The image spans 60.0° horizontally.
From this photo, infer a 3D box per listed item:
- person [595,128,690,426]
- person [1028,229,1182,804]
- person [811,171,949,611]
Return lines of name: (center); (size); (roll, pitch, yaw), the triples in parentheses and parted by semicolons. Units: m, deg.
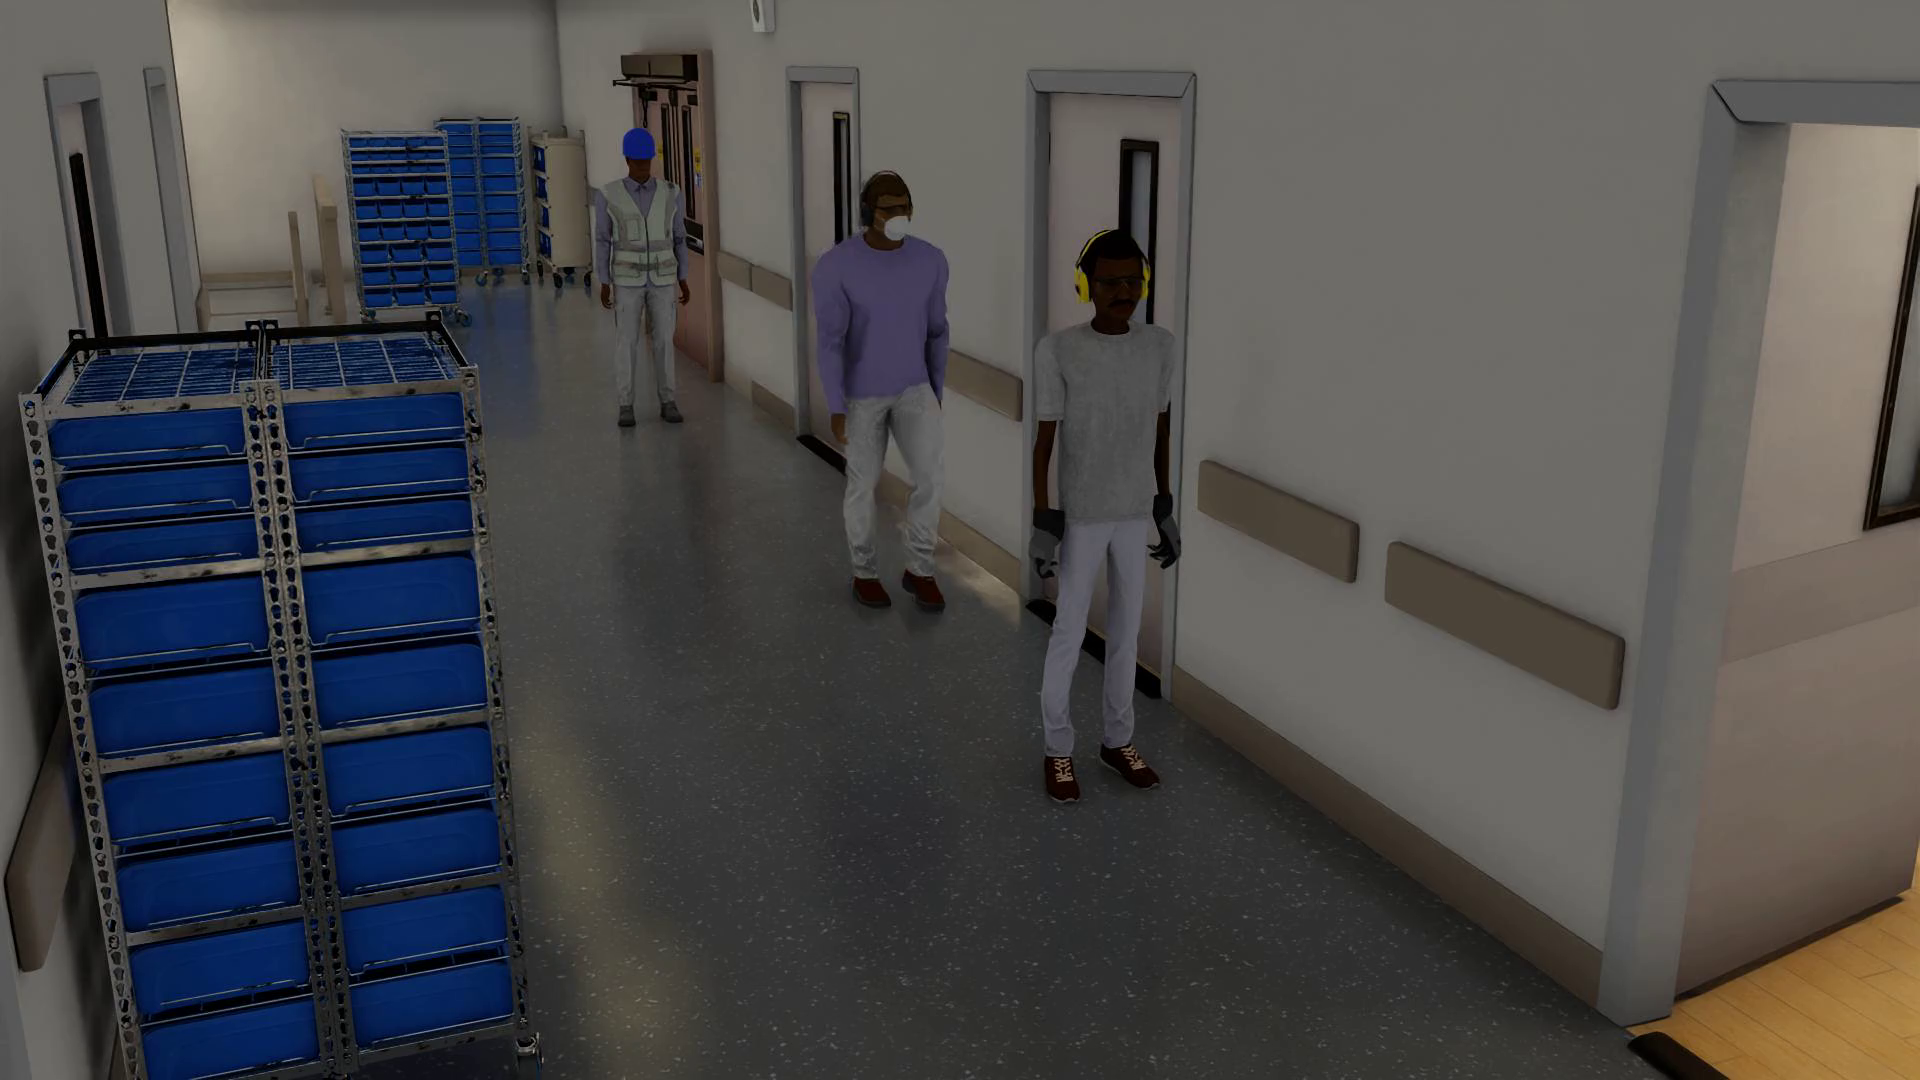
person: (-2.089, -1.727, 11.002); (0.617, 1.943, 0.402); (-6, 17, -21)
person: (0.478, -0.066, 5.400); (0.537, 1.864, 0.312); (-6, 17, -21)
person: (-0.313, -0.609, 7.176); (0.629, 1.919, 0.638); (-6, 17, -19)
